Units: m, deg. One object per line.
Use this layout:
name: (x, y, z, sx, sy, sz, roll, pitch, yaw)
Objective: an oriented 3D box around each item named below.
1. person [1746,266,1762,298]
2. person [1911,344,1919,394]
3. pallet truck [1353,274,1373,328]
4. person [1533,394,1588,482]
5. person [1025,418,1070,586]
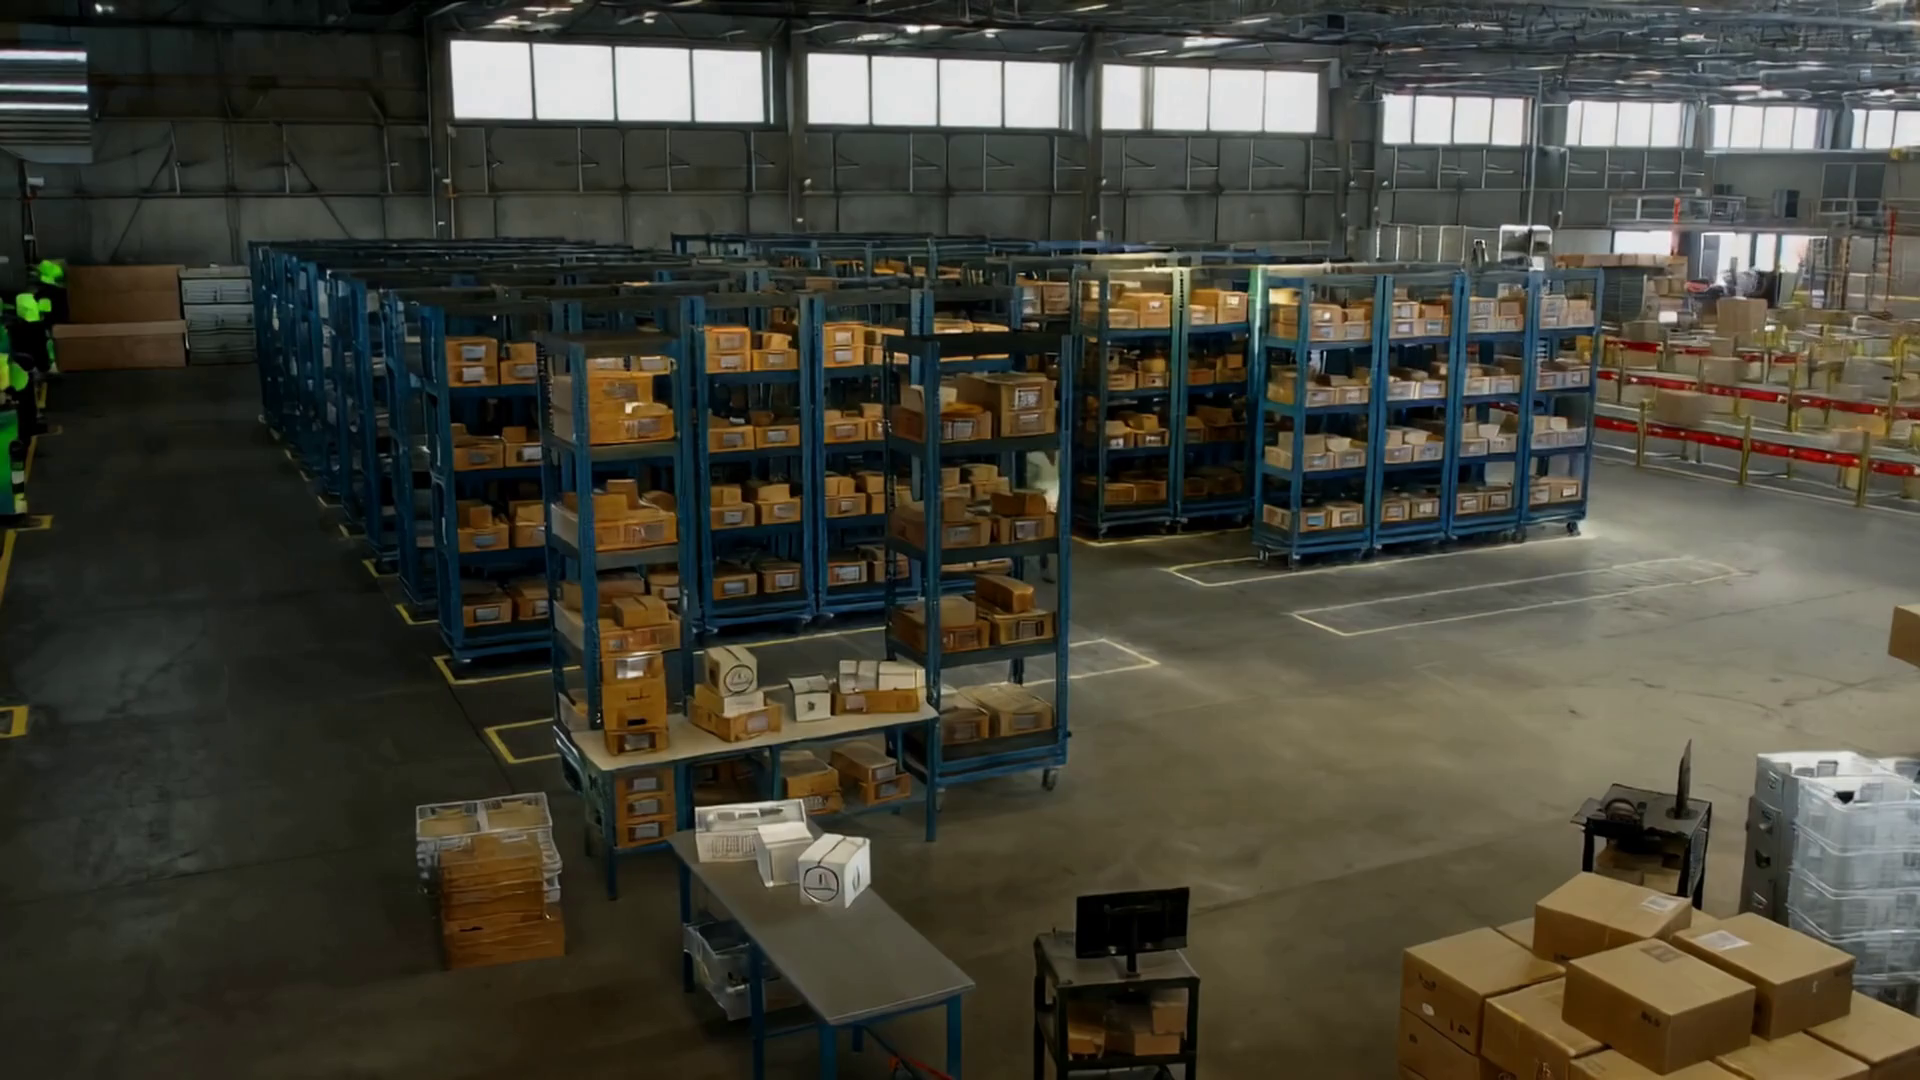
person: (30.118, -9.550, 63.001, 0.936, 1.672, 0.500, -4, 13, -18)
person: (21.784, -4.069, 37.479, 0.285, 1.633, 0.497, -4, 13, -18)
pallet truck: (13.011, -8.050, 55.243, 0.823, 1.965, 1.885, -7, 14, -28)
person: (9.594, -1.826, 26.452, 0.679, 1.855, 0.975, -3, 12, -14)
person: (1.020, -0.480, 19.768, 0.626, 2.023, 0.526, -6, 14, -27)
